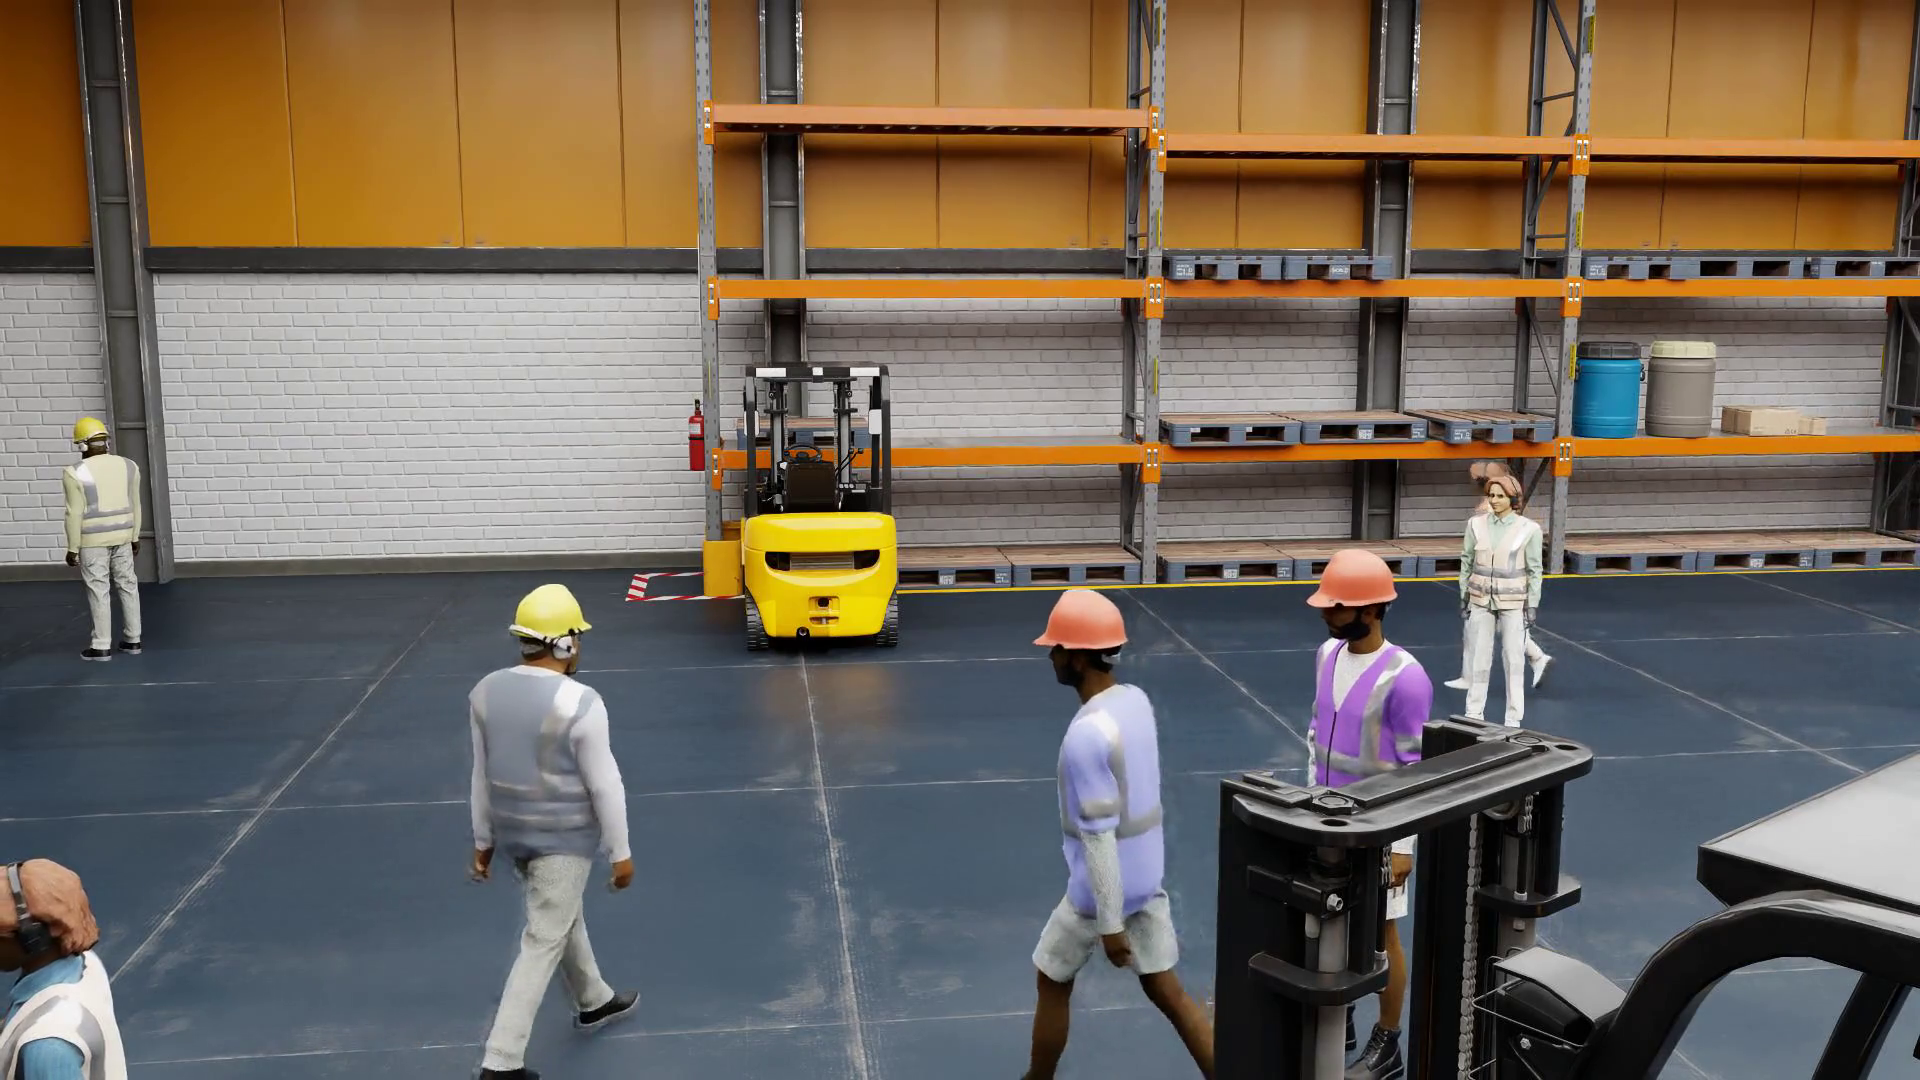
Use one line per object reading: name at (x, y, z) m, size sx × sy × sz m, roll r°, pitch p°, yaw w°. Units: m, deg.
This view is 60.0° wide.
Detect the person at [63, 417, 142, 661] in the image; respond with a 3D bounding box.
person at (-6.417, -0.008, 12.447) m, size 0.403 × 1.823 × 0.586 m, roll 5°, pitch 10°, yaw 29°

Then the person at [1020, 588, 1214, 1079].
person at (0.536, 1.096, 5.382) m, size 1.001 × 1.893 × 0.534 m, roll 6°, pitch 11°, yaw 32°

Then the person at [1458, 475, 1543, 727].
person at (3.376, 0.407, 10.427) m, size 0.523 × 1.639 × 0.306 m, roll 8°, pitch 12°, yaw 41°

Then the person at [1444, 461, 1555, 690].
person at (3.711, 0.265, 11.380) m, size 0.646 × 1.616 × 0.527 m, roll 6°, pitch 11°, yaw 35°

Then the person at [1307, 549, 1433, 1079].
person at (1.401, 0.984, 5.905) m, size 0.374 × 1.934 × 0.549 m, roll -4°, pitch 10°, yaw -26°

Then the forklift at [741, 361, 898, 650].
forklift at (-1.154, -0.340, 13.365) m, size 1.214 × 2.155 × 2.313 m, roll -1°, pitch 9°, yaw -7°

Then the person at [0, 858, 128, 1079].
person at (-1.976, 1.487, 3.688) m, size 0.309 × 1.640 × 0.512 m, roll -4°, pitch 10°, yaw -25°

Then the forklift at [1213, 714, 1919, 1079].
forklift at (1.441, 1.425, 2.350) m, size 1.214 × 2.155 × 2.313 m, roll -7°, pitch 12°, yaw -39°

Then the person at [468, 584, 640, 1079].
person at (-1.484, 1.048, 5.984) m, size 0.613 × 1.788 × 0.934 m, roll 5°, pitch 11°, yaw 30°
